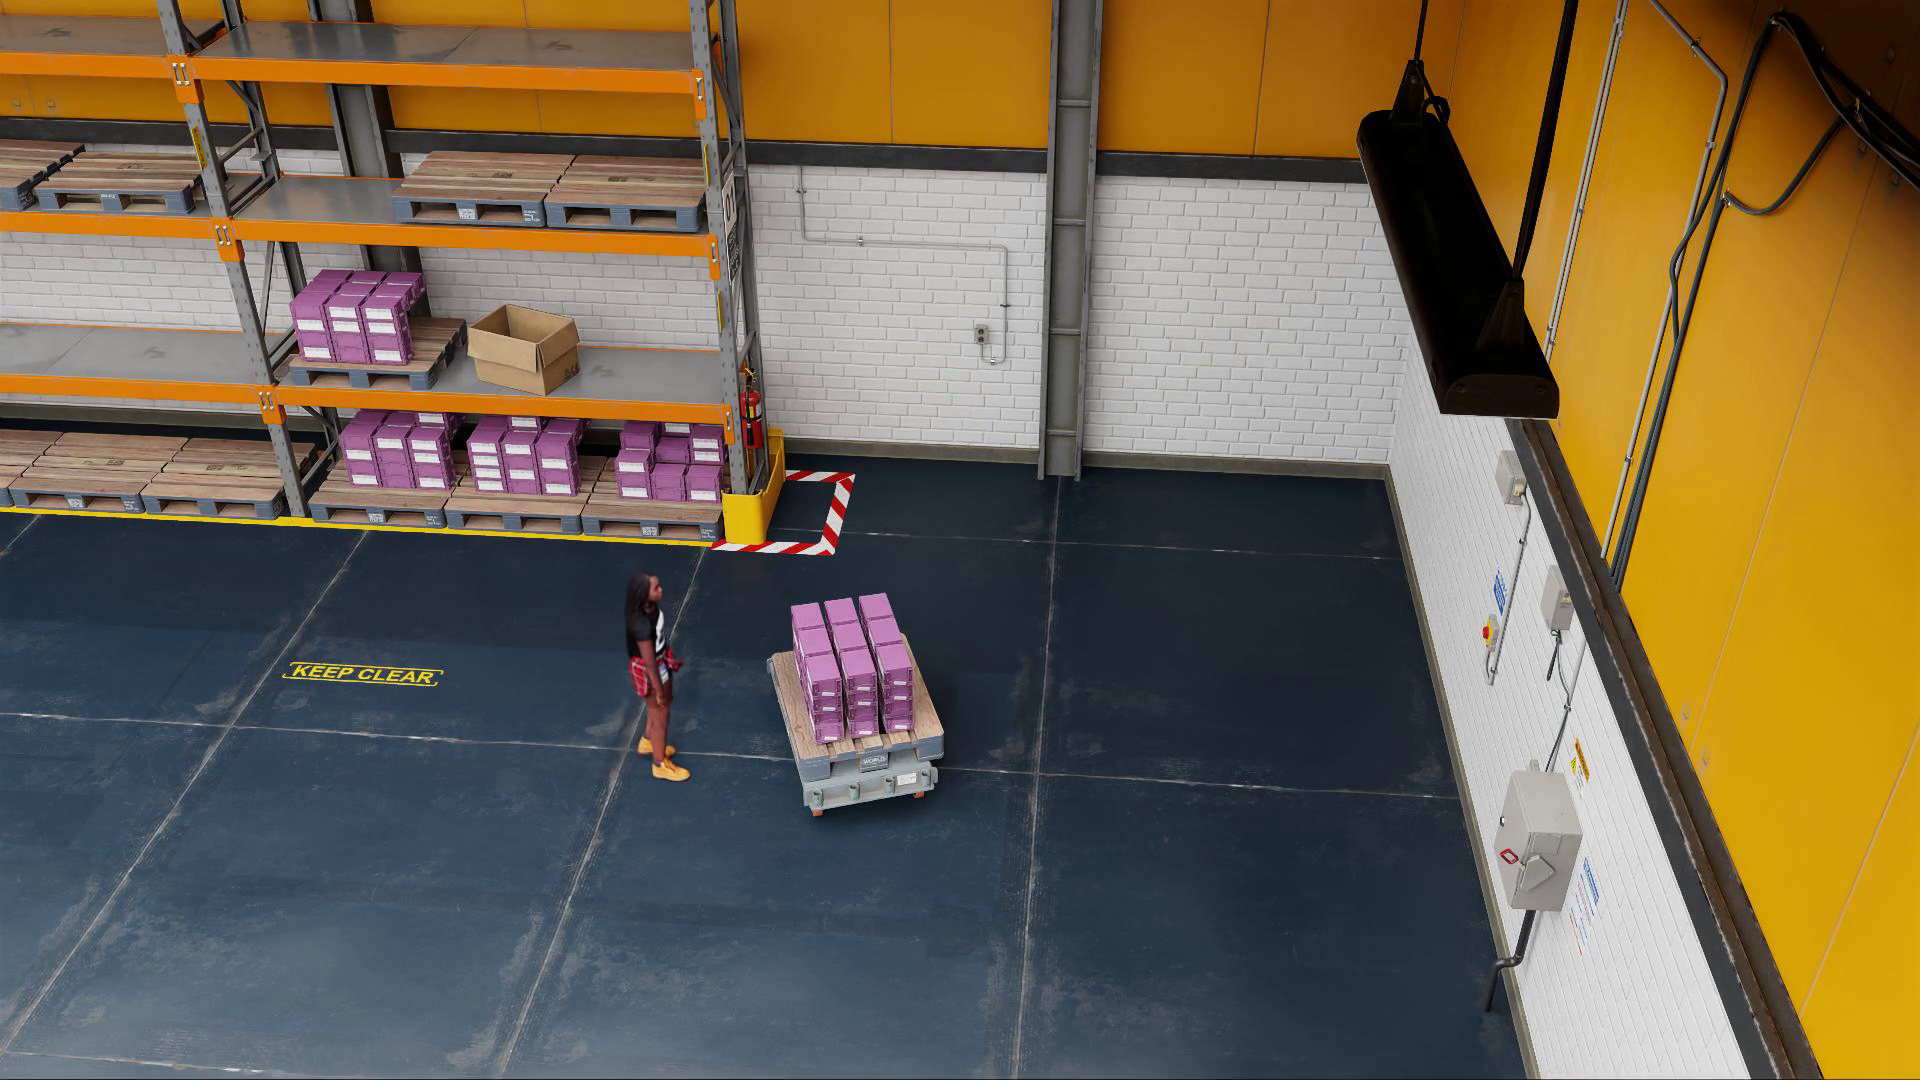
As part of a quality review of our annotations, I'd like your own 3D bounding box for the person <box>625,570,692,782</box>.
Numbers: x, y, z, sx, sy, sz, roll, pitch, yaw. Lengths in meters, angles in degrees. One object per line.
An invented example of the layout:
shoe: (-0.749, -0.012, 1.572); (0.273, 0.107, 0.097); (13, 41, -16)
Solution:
person: (-2.151, 0.917, 11.494); (0.715, 1.721, 0.695); (-5, 34, -7)
